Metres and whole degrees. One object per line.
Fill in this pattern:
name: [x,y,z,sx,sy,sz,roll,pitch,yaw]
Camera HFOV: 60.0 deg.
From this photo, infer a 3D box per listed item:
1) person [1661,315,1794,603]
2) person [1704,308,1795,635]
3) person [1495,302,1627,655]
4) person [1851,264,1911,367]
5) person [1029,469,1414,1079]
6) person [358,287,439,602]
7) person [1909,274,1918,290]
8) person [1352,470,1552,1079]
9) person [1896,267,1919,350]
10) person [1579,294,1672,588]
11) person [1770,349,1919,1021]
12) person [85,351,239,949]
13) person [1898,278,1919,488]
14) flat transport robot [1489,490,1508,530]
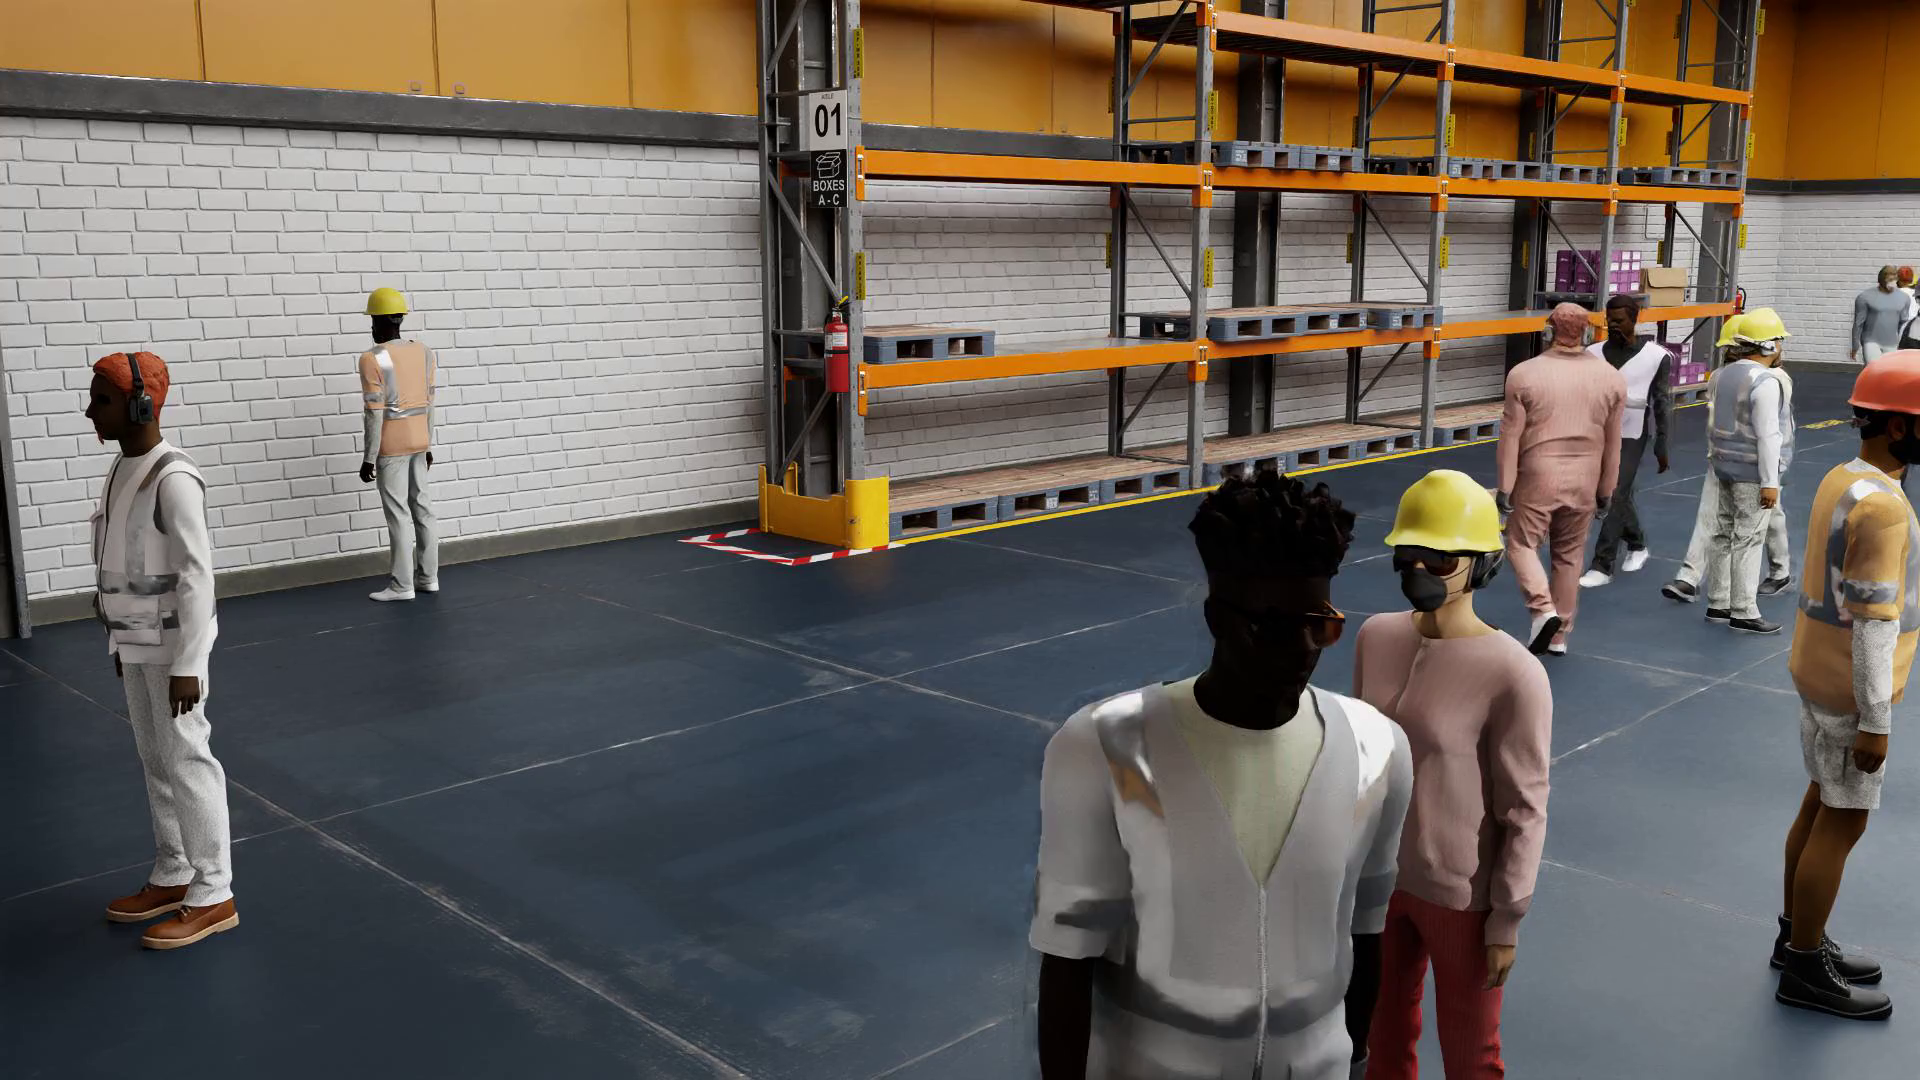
person: [4.780,-0.483,10.147,1.023,1.770,0.571,-6,12,-29]
person: [4.482,-0.389,9.422,0.404,1.837,0.595,0,10,-1]
person: [3.151,-0.292,8.743,0.643,1.896,0.579,0,10,1]
person: [10.997,-2.350,19.952,0.631,1.910,0.869,1,10,4]
person: [0.383,0.823,2.605,0.619,1.924,1.002,-2,11,-10]
person: [-3.457,-0.580,10.215,0.368,1.928,0.585,4,11,22]
person: [13.318,-2.872,23.262,0.778,1.728,0.532,1,10,5]
person: [0.983,0.729,3.514,0.306,1.772,0.525,-7,12,-33]
person: [12.109,-2.610,21.543,0.604,1.827,0.966,-1,10,-5]
person: [4.326,-0.666,10.879,0.994,1.875,0.611,-8,13,-37]
person: [2.608,0.417,4.795,0.384,1.929,0.539,3,11,16]
person: [-2.555,0.345,5.291,0.349,1.882,0.584,-10,14,-43]
person: [7.401,-1.084,12.654,1.052,2.000,0.685,-6,12,-29]
flat transport robot: [4.164,-0.234,12.847,1.431,0.197,0.652,-7,13,-35]
